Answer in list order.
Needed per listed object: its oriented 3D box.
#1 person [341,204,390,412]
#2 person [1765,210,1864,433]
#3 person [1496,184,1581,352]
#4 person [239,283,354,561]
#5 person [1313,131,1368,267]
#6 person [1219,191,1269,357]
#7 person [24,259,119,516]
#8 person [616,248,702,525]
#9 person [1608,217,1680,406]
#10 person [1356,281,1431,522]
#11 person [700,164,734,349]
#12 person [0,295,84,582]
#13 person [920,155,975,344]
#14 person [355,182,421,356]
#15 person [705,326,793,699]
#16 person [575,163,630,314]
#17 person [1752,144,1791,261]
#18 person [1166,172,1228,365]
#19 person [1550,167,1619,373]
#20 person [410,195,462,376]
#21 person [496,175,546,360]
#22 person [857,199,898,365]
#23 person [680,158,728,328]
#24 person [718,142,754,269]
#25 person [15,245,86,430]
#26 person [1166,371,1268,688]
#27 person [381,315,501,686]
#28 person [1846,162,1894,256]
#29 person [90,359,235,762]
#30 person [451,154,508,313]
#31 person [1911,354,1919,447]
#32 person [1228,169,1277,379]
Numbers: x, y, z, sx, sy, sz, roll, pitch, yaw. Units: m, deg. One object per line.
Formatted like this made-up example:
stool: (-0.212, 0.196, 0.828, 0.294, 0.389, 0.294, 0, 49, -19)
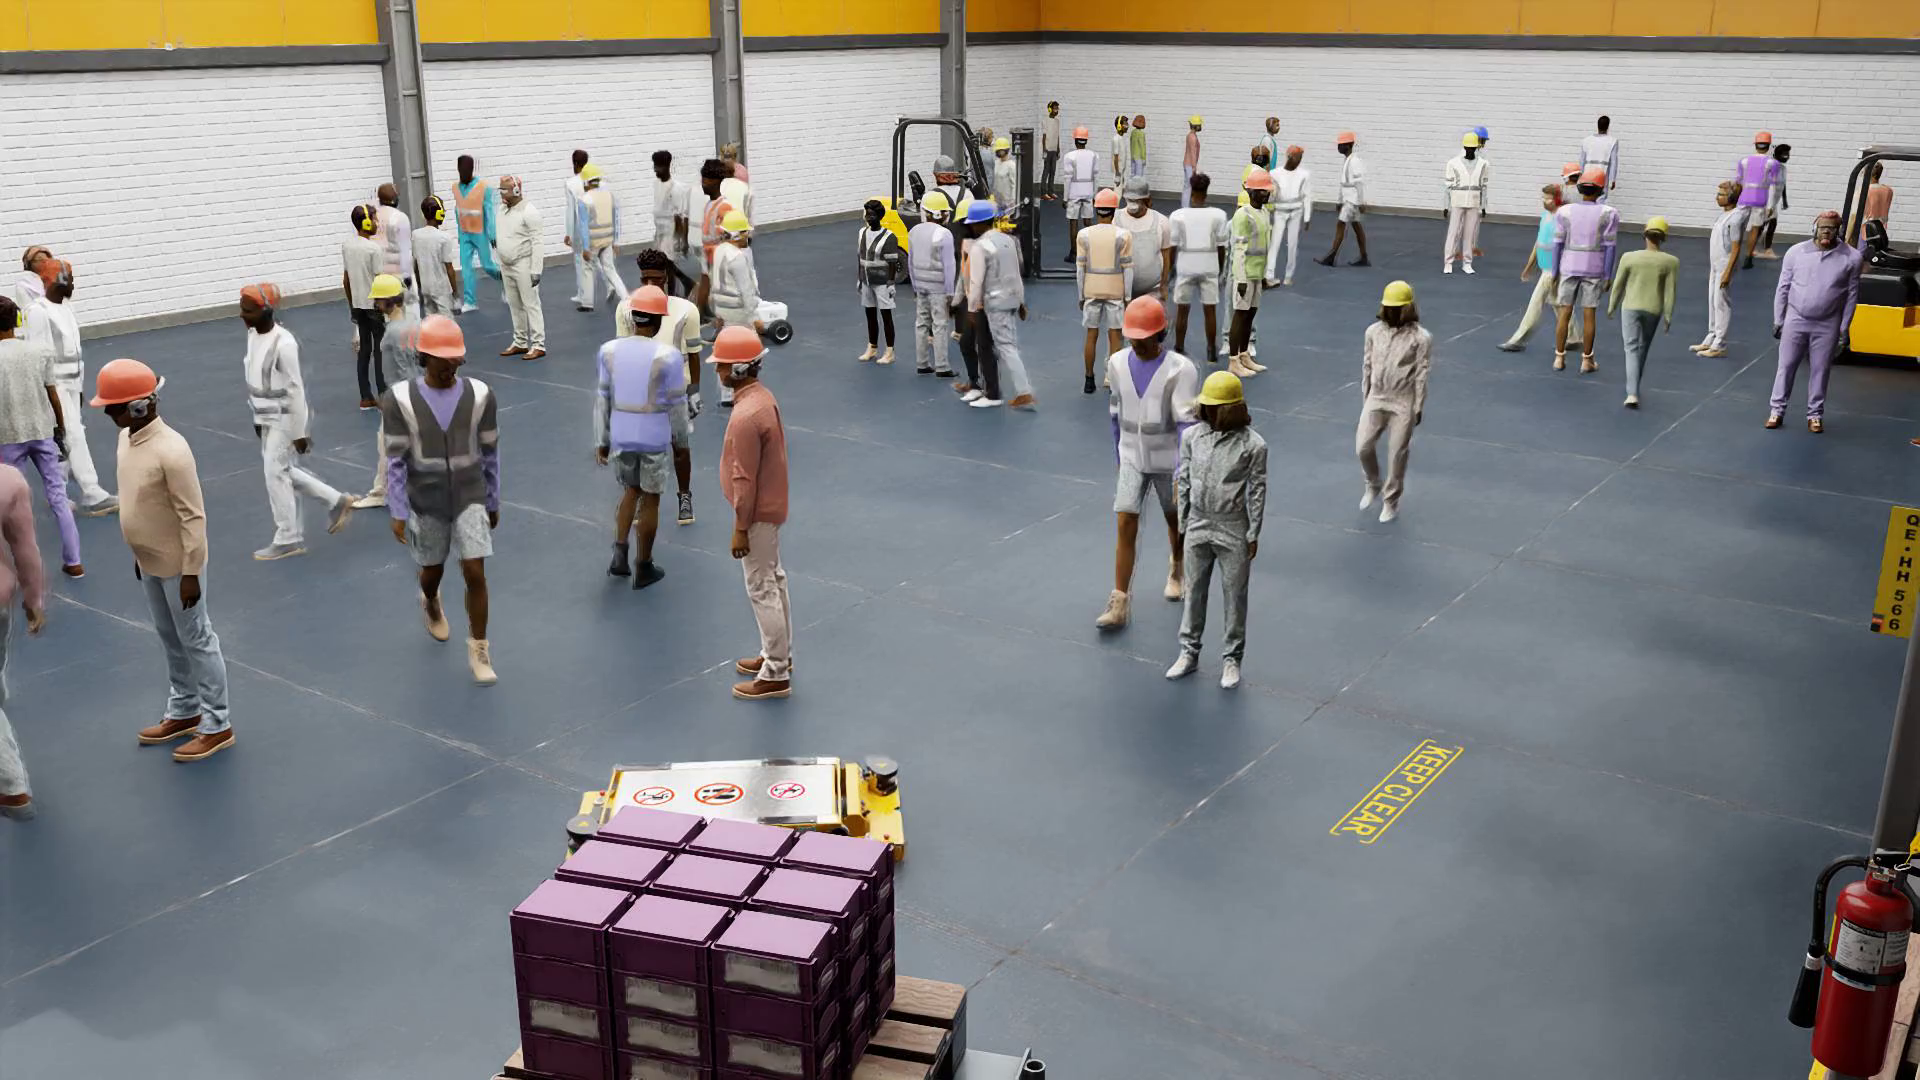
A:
person: (-5.349, -2.097, 15.100, 0.526, 1.865, 0.315, 10, 20, 29)
person: (7.361, -1.881, 14.356, 0.643, 1.909, 0.410, 8, 20, 24)
person: (6.247, -2.872, 17.662, 0.939, 1.788, 0.559, 1, 18, 3)
person: (-4.445, -0.801, 11.059, 0.648, 1.866, 0.604, -14, 23, -37)
person: (5.437, -4.820, 23.572, 0.897, 1.888, 0.575, 2, 18, 5)
person: (2.986, -2.798, 17.487, 0.493, 1.743, 0.312, 4, 18, 12)
person: (-6.452, -1.098, 12.043, 0.680, 1.826, 0.654, 0, 18, -1)
person: (-2.117, -1.072, 11.730, 0.606, 1.966, 0.367, -1, 18, -2)
person: (6.335, -2.128, 15.452, 0.541, 1.707, 0.931, 4, 18, 12)
person: (3.059, -0.972, 11.803, 0.490, 1.734, 0.353, 10, 20, 29)
person: (-2.591, -3.040, 17.885, 0.373, 1.966, 0.607, -8, 19, -24)
person: (-5.912, -0.625, 10.514, 0.516, 1.860, 0.322, -15, 23, -40)
person: (-0.187, -3.165, 18.156, 0.689, 2.000, 0.537, -12, 21, -33)
person: (-6.065, -2.858, 17.583, 0.635, 1.812, 0.899, 9, 20, 25)
person: (-1.112, -0.151, 8.832, 0.413, 1.986, 0.609, 0, 18, -1)
person: (-4.272, -3.562, 19.797, 0.826, 1.804, 0.590, 12, 21, 34)
person: (11.881, -4.923, 24.236, 0.547, 1.666, 0.657, -16, 24, -42)
person: (2.431, -2.771, 17.063, 0.611, 1.963, 0.371, 2, 18, 6)
person: (6.253, -2.707, 16.718, 0.609, 2.044, 0.394, 11, 21, 30)
person: (-4.968, -2.334, 15.851, 0.513, 1.862, 0.327, 9, 20, 26)
person: (-4.620, -2.841, 17.360, 0.651, 1.906, 0.403, 14, 22, 37)
person: (-0.854, -2.655, 17.132, 0.533, 1.694, 0.319, 15, 23, 39)
person: (-2.844, -3.407, 19.096, 0.652, 1.926, 0.689, 13, 22, 34)
person: (-2.870, -4.084, 21.219, 0.377, 1.931, 0.625, 5, 18, 16)
person: (-7.794, -1.695, 14.210, 0.313, 1.636, 0.517, 2, 18, 6)
person: (1.380, -0.054, 8.911, 0.488, 1.741, 0.316, 9, 20, 27)
person: (-2.818, -0.256, 9.109, 0.618, 2.017, 0.859, -8, 19, -23)
person: (10.738, -3.551, 19.705, 0.560, 1.837, 0.389, -6, 19, -18)
person: (-3.849, 0.099, 8.035, 0.612, 1.986, 0.401, 15, 23, 39)
person: (-5.849, -3.748, 20.245, 0.595, 1.889, 0.840, 8, 19, 23)
person: (8.224, -1.556, 13.783, 0.499, 1.633, 0.281, 3, 18, 10)
person: (2.908, -2.643, 16.519, 0.387, 2.045, 0.605, 11, 21, 31)
